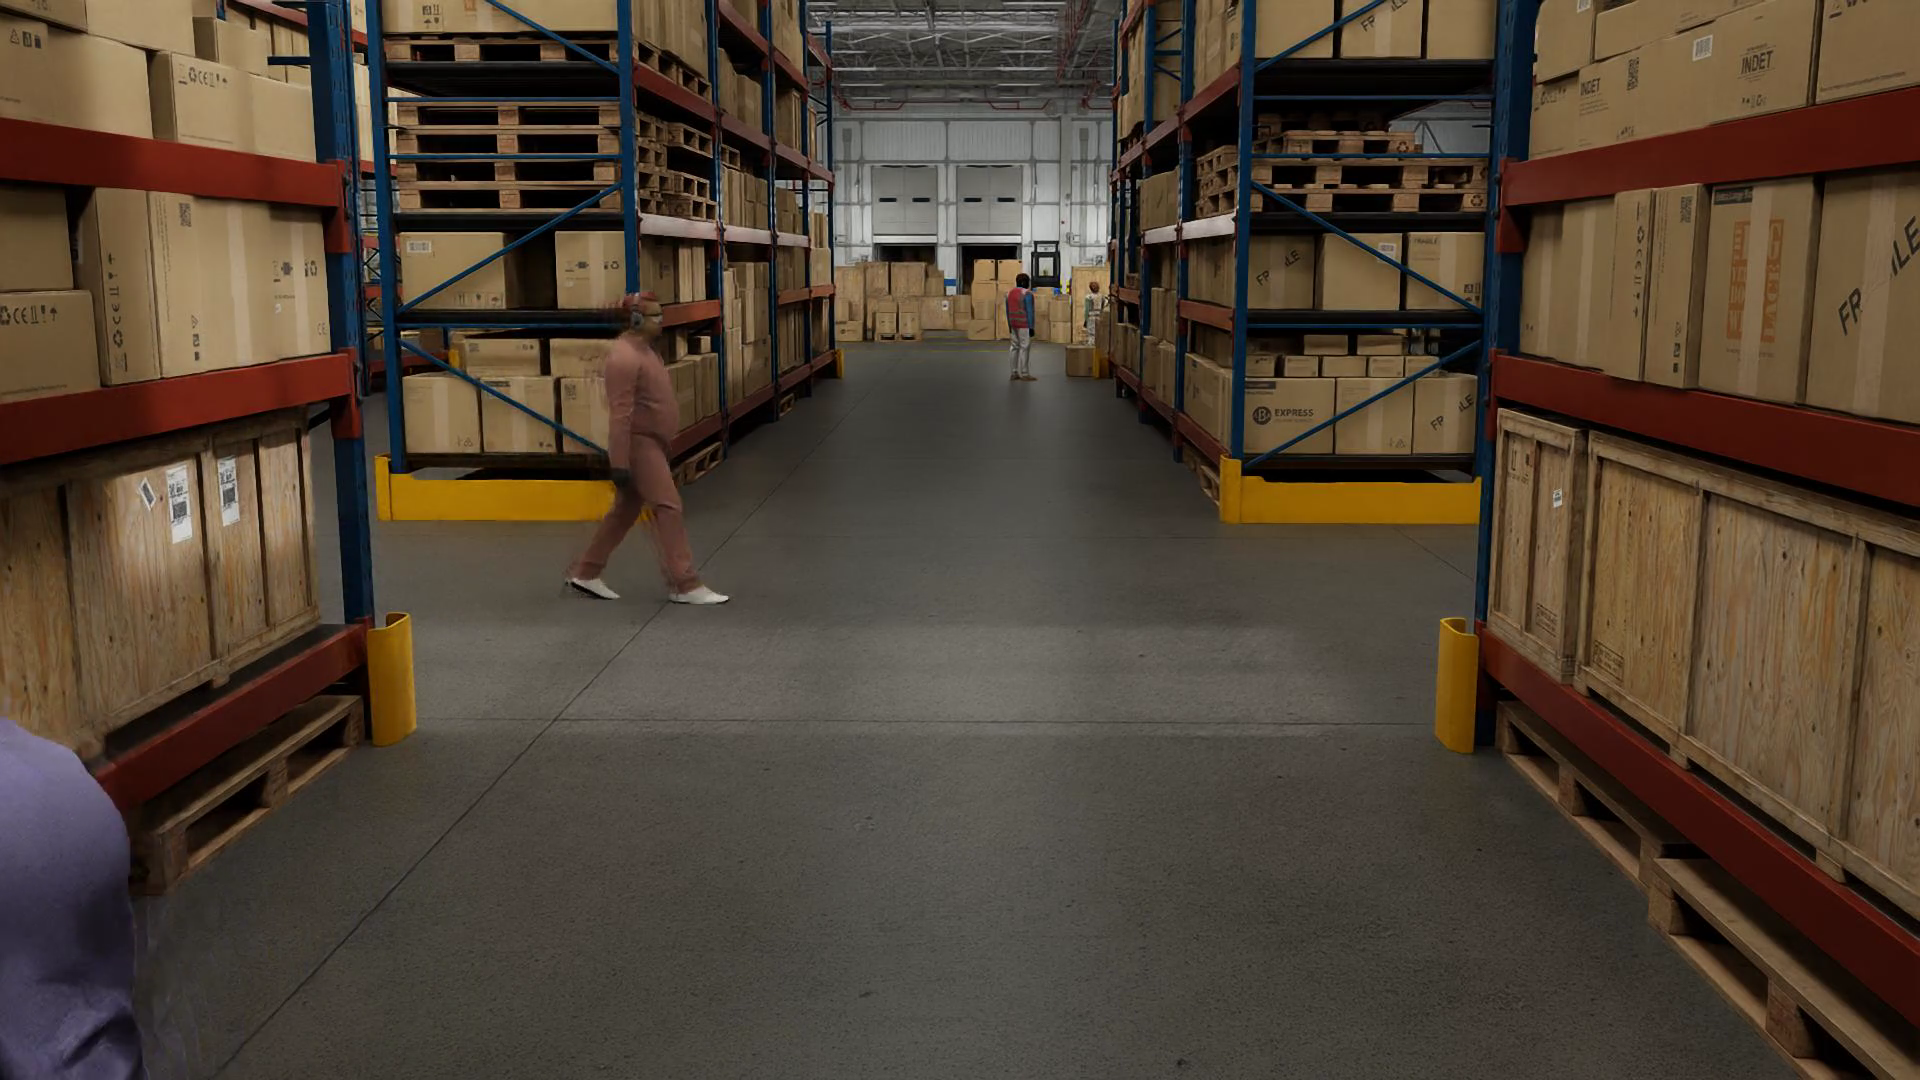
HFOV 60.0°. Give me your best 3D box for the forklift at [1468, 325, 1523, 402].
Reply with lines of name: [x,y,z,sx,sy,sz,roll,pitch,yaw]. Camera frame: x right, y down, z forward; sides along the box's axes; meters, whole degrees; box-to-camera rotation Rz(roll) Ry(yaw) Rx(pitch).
forklift: [7.382,-3.354,23.654,1.873,2.768,1.129,0,9,1]

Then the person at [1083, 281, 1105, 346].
person: [2.764,-4.492,34.181,0.514,1.641,0.307,-6,11,-34]

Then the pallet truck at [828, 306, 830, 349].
pallet truck: [-3.100,-3.940,29.800,1.885,1.965,0.823,3,10,19]

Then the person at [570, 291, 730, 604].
person: [-1.897,-0.538,9.847,0.969,1.866,0.654,0,9,0]

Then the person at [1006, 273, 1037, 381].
person: [1.069,-3.648,28.522,0.429,1.842,0.634,-7,12,-37]

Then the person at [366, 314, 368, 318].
person: [-21.495,-8.817,59.317,0.569,1.898,0.751,-2,10,-10]

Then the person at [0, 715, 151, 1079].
person: [-1.157,0.820,1.643,0.640,1.877,1.083,0,9,0]

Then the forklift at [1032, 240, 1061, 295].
forklift: [3.172,-9.648,61.356,1.129,2.768,1.873,0,9,1]
